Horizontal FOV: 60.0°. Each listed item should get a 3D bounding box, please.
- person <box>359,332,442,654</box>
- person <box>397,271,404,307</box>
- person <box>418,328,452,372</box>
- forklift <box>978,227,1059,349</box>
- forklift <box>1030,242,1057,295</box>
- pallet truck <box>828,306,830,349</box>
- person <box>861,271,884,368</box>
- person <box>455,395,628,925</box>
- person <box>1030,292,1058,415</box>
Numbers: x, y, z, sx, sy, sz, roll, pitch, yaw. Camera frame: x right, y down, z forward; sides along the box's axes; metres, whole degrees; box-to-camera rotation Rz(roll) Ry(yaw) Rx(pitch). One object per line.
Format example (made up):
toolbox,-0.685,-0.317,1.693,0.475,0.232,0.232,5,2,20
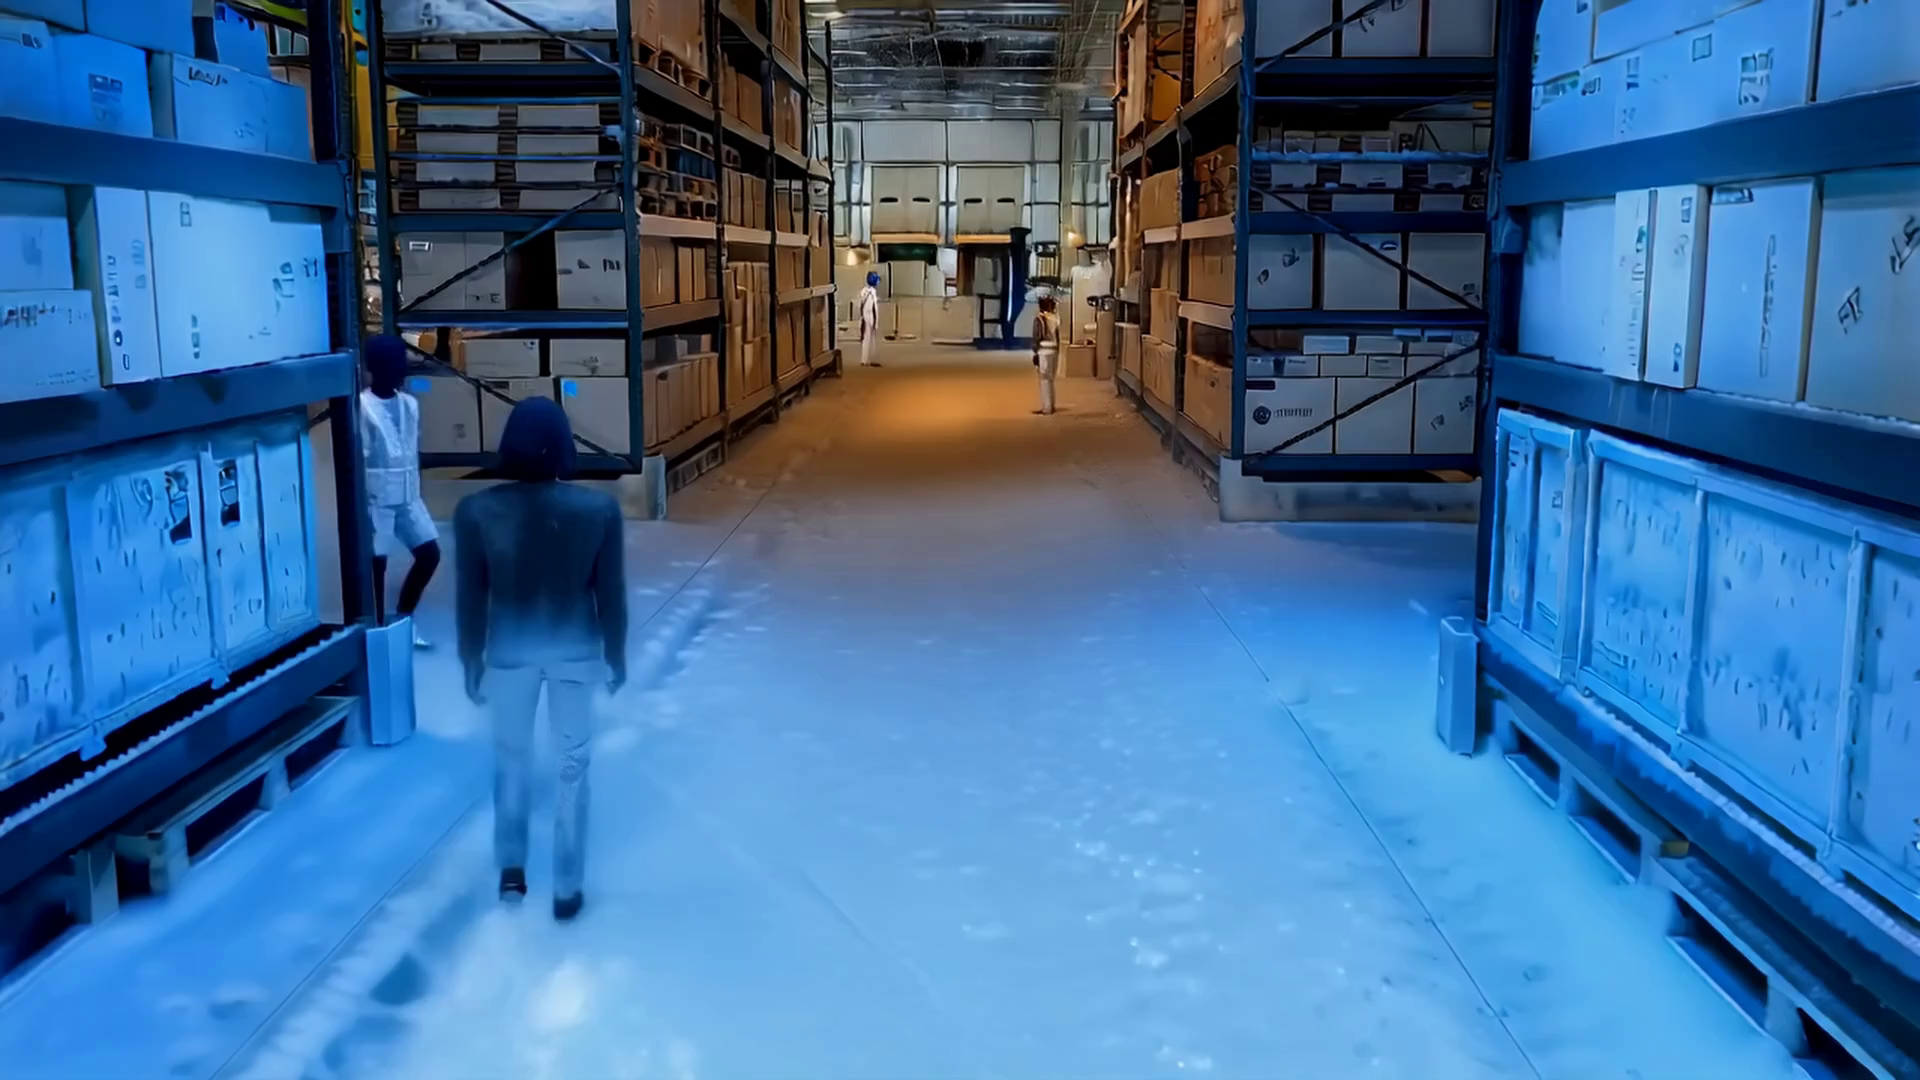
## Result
person,-2.864,-0.196,8.328,0.375,1.687,0.534,5,11,28
person,-18.834,-8.255,56.310,0.972,1.792,0.640,2,10,13
person,-6.166,-2.200,19.607,0.392,1.922,0.591,-7,12,-37
forklift,1.360,-5.843,38.564,1.873,2.768,1.129,0,9,1
forklift,3.230,-10.146,64.339,1.129,2.768,1.873,0,9,1
pallet truck,-3.100,-3.940,29.800,1.885,1.965,0.823,3,10,19
person,-1.709,-4.233,31.958,0.325,1.865,0.512,-6,11,-32
person,-1.269,0.372,5.099,0.500,1.624,0.358,-1,10,-6
person,1.127,-2.475,22.135,0.318,1.630,0.513,6,11,32
